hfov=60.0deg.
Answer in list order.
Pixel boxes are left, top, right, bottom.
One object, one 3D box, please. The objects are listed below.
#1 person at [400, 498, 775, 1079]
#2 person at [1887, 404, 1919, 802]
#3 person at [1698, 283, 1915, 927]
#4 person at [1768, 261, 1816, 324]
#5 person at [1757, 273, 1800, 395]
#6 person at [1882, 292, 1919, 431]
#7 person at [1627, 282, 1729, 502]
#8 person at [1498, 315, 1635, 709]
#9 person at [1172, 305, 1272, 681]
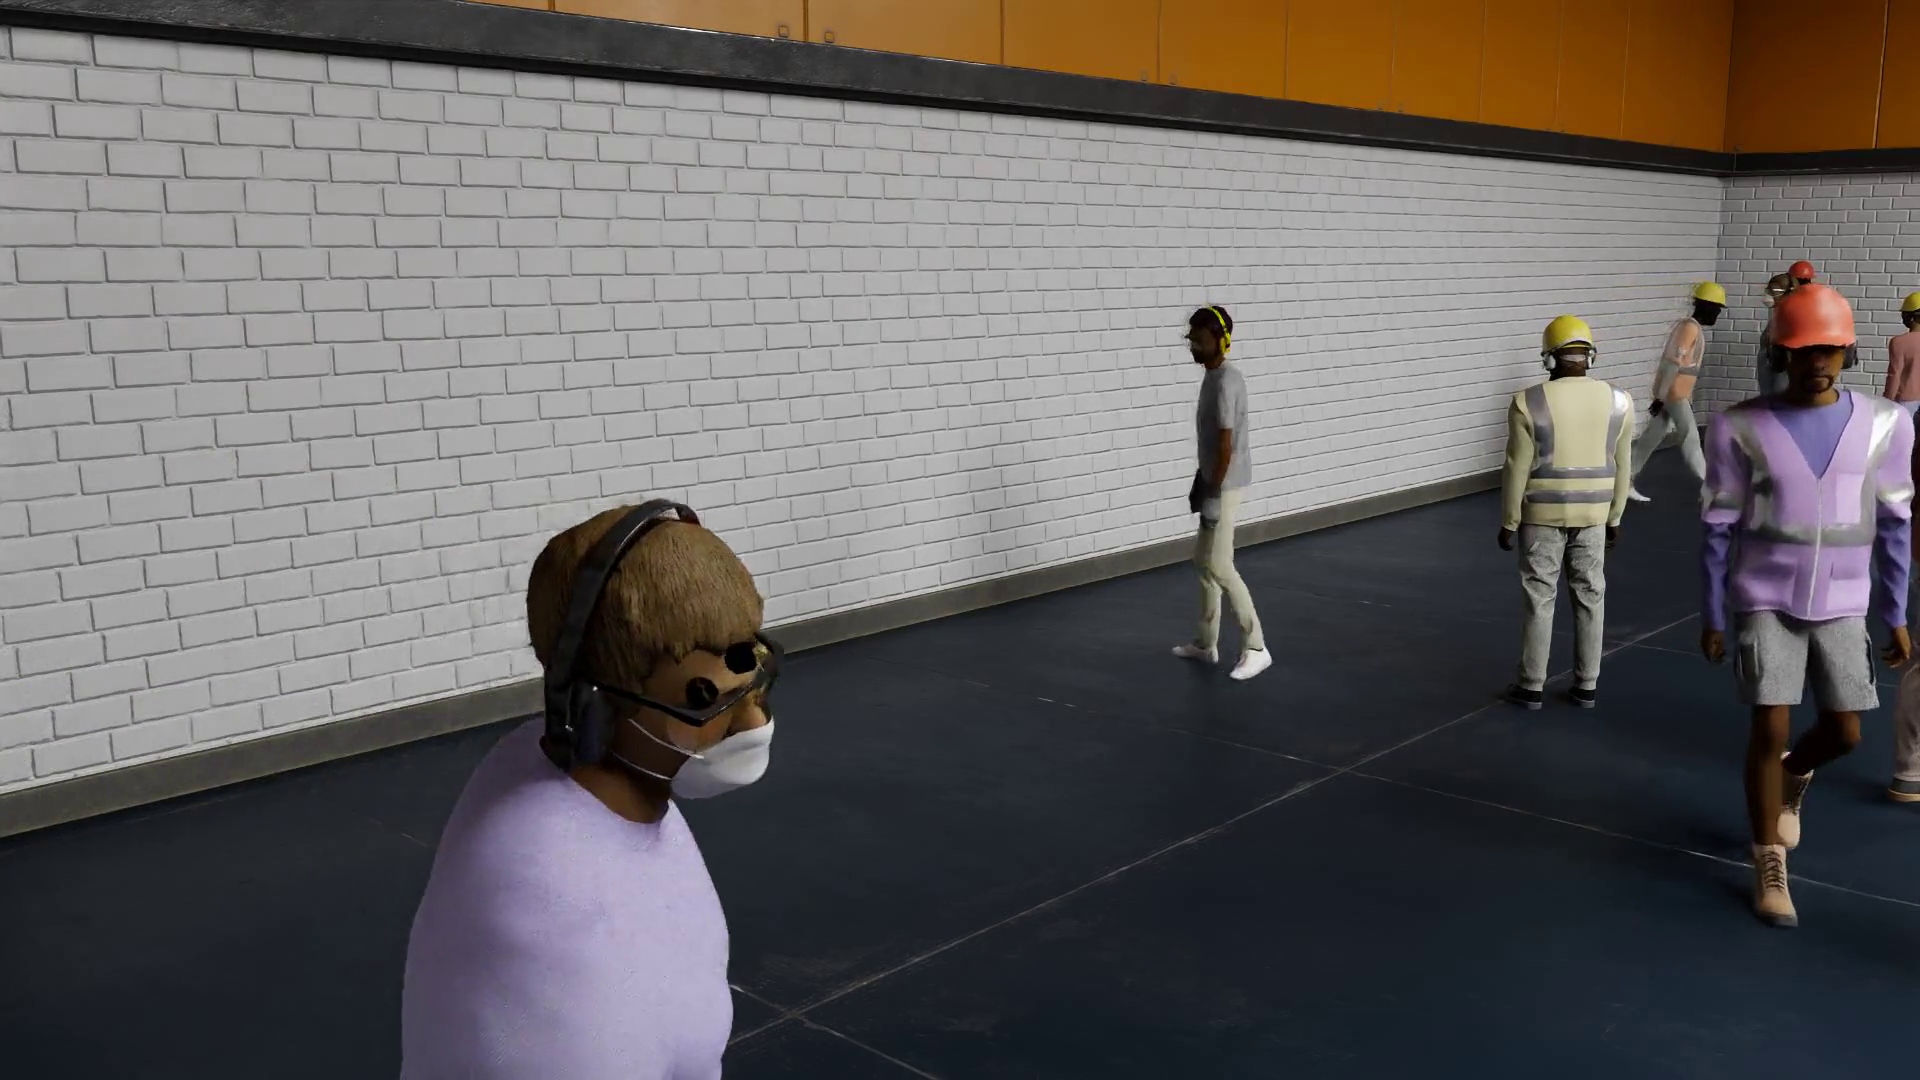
[{"bbox_3d":[-0.428,0.888,1.728,0.533,1.896,0.649,-1,10,-8],"label":"person"},{"bbox_3d":[3.768,0.057,6.184,0.391,1.995,0.613,0,10,-3],"label":"person"},{"bbox_3d":[2.710,0.185,5.382,0.633,2.024,0.702,2,10,13],"label":"person"},{"bbox_3d":[8.549,-1.856,17.078,0.612,1.995,0.377,-3,10,-18],"label":"person"},{"bbox_3d":[6.260,-1.073,12.773,0.359,1.939,0.635,5,11,24],"label":"person"},{"bbox_3d":[7.731,-1.123,13.555,0.524,1.770,0.315,-3,10,-15],"label":"person"},{"bbox_3d":[5.978,-1.203,13.793,1.017,1.841,0.627,4,11,20],"label":"person"},{"bbox_3d":[2.775,-0.119,7.680,0.586,1.823,0.403,0,10,-3],"label":"person"},{"bbox_3d":[1.323,-0.246,8.344,0.453,1.848,0.754,1,10,4],"label":"person"}]
